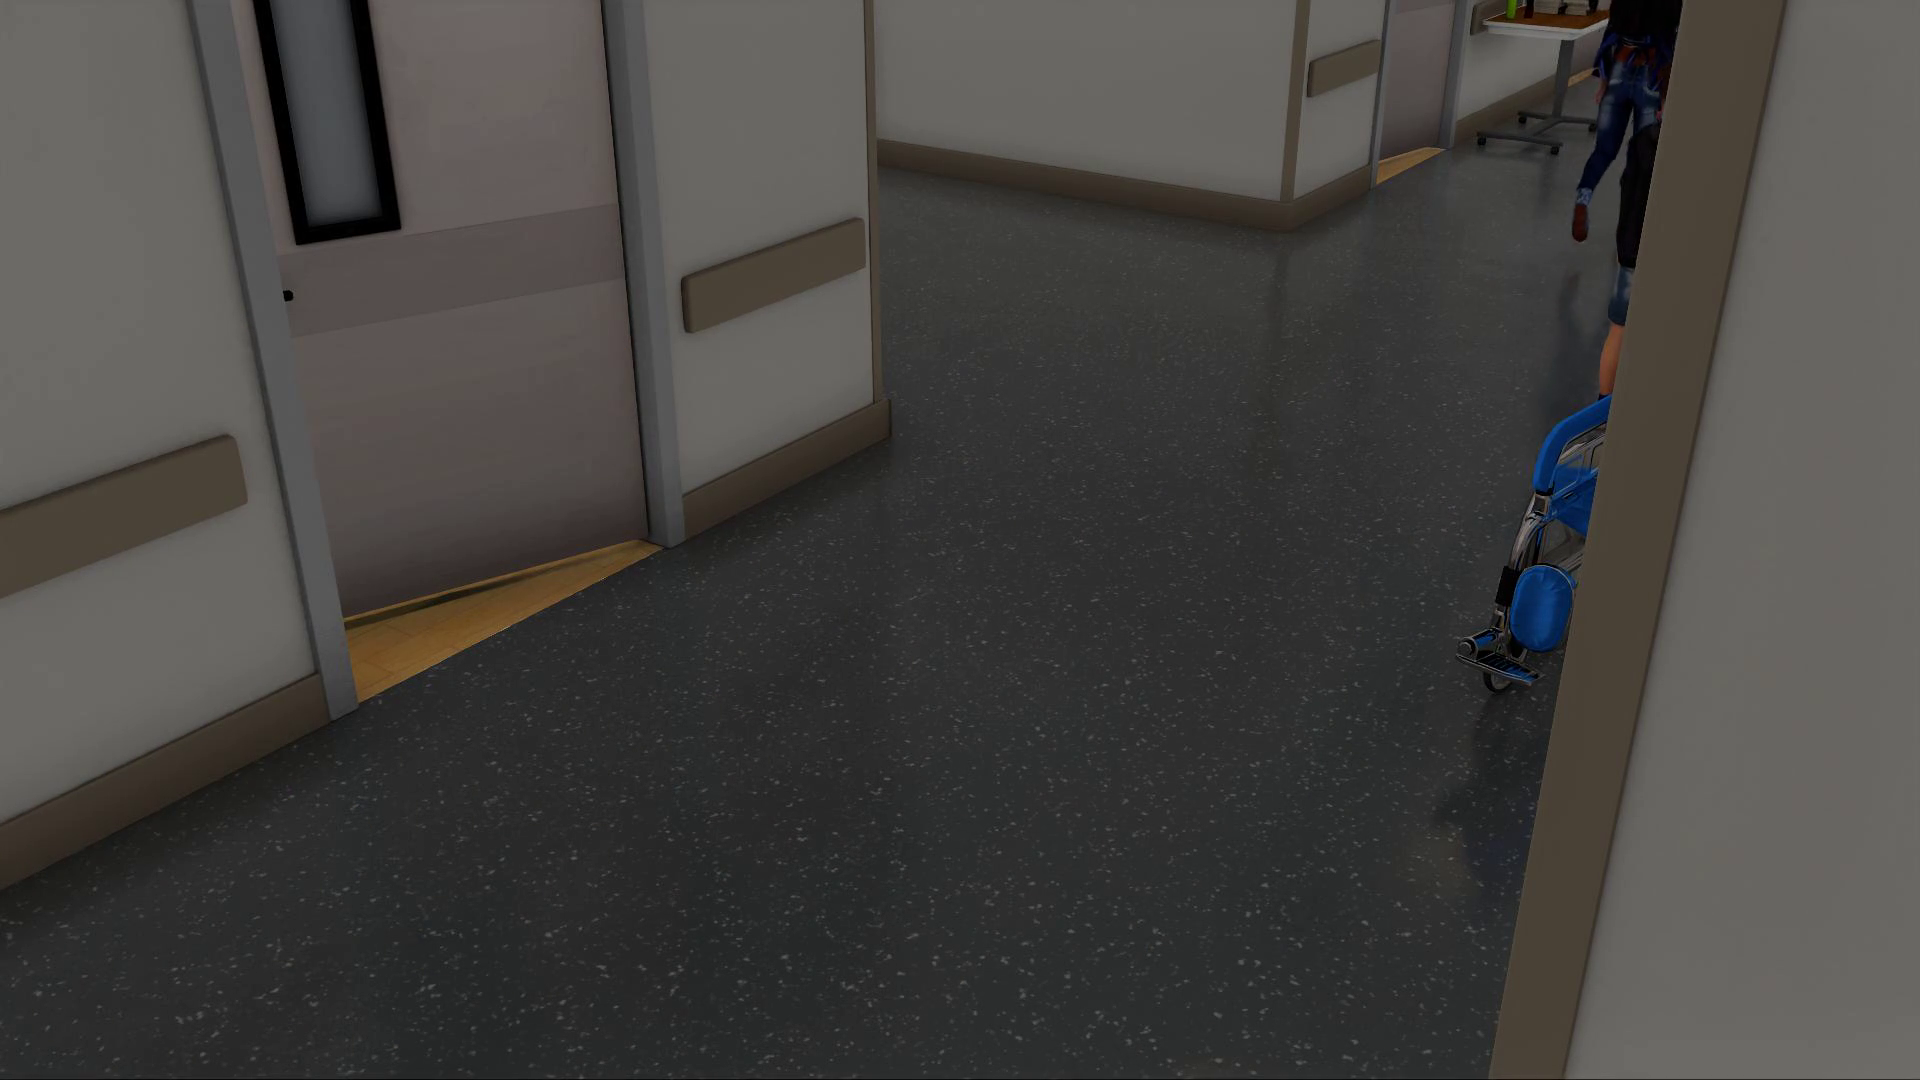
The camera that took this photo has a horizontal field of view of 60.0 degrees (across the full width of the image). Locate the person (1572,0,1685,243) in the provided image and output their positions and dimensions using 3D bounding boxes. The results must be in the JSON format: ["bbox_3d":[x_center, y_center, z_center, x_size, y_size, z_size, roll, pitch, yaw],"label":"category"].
[{"bbox_3d":[3.458,-2.289,8.596,0.686,1.594,1.032,20,32,35],"label":"person"}]
